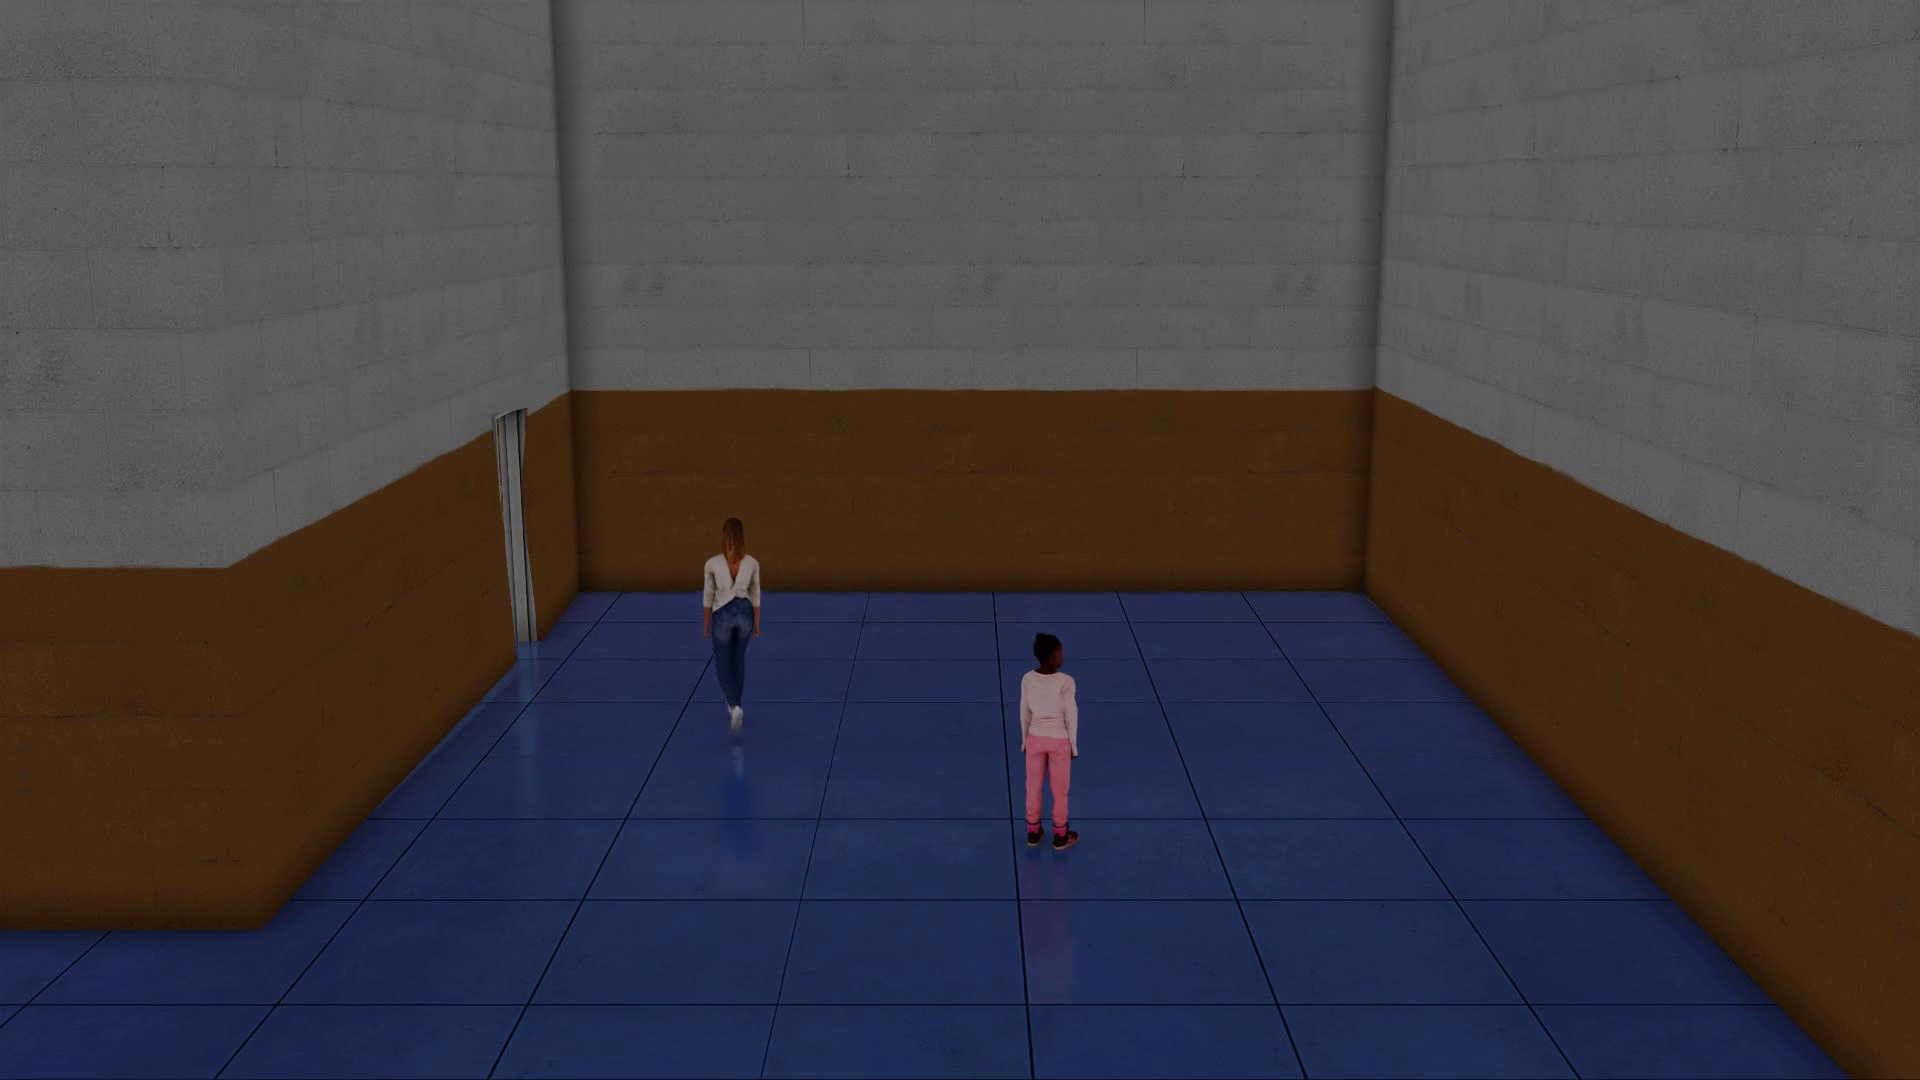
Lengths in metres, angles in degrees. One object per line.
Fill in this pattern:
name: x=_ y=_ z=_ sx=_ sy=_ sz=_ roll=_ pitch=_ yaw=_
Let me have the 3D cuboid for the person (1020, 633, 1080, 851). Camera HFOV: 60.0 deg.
person: x=0.582 y=1.301 z=10.903 sx=0.545 sy=1.447 sz=0.668 roll=5 pitch=13 yaw=22

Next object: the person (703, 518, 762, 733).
person: x=-1.797 y=0.693 z=13.185 sx=1.048 sy=1.696 sz=0.901 roll=-4 pitch=12 yaw=-18
